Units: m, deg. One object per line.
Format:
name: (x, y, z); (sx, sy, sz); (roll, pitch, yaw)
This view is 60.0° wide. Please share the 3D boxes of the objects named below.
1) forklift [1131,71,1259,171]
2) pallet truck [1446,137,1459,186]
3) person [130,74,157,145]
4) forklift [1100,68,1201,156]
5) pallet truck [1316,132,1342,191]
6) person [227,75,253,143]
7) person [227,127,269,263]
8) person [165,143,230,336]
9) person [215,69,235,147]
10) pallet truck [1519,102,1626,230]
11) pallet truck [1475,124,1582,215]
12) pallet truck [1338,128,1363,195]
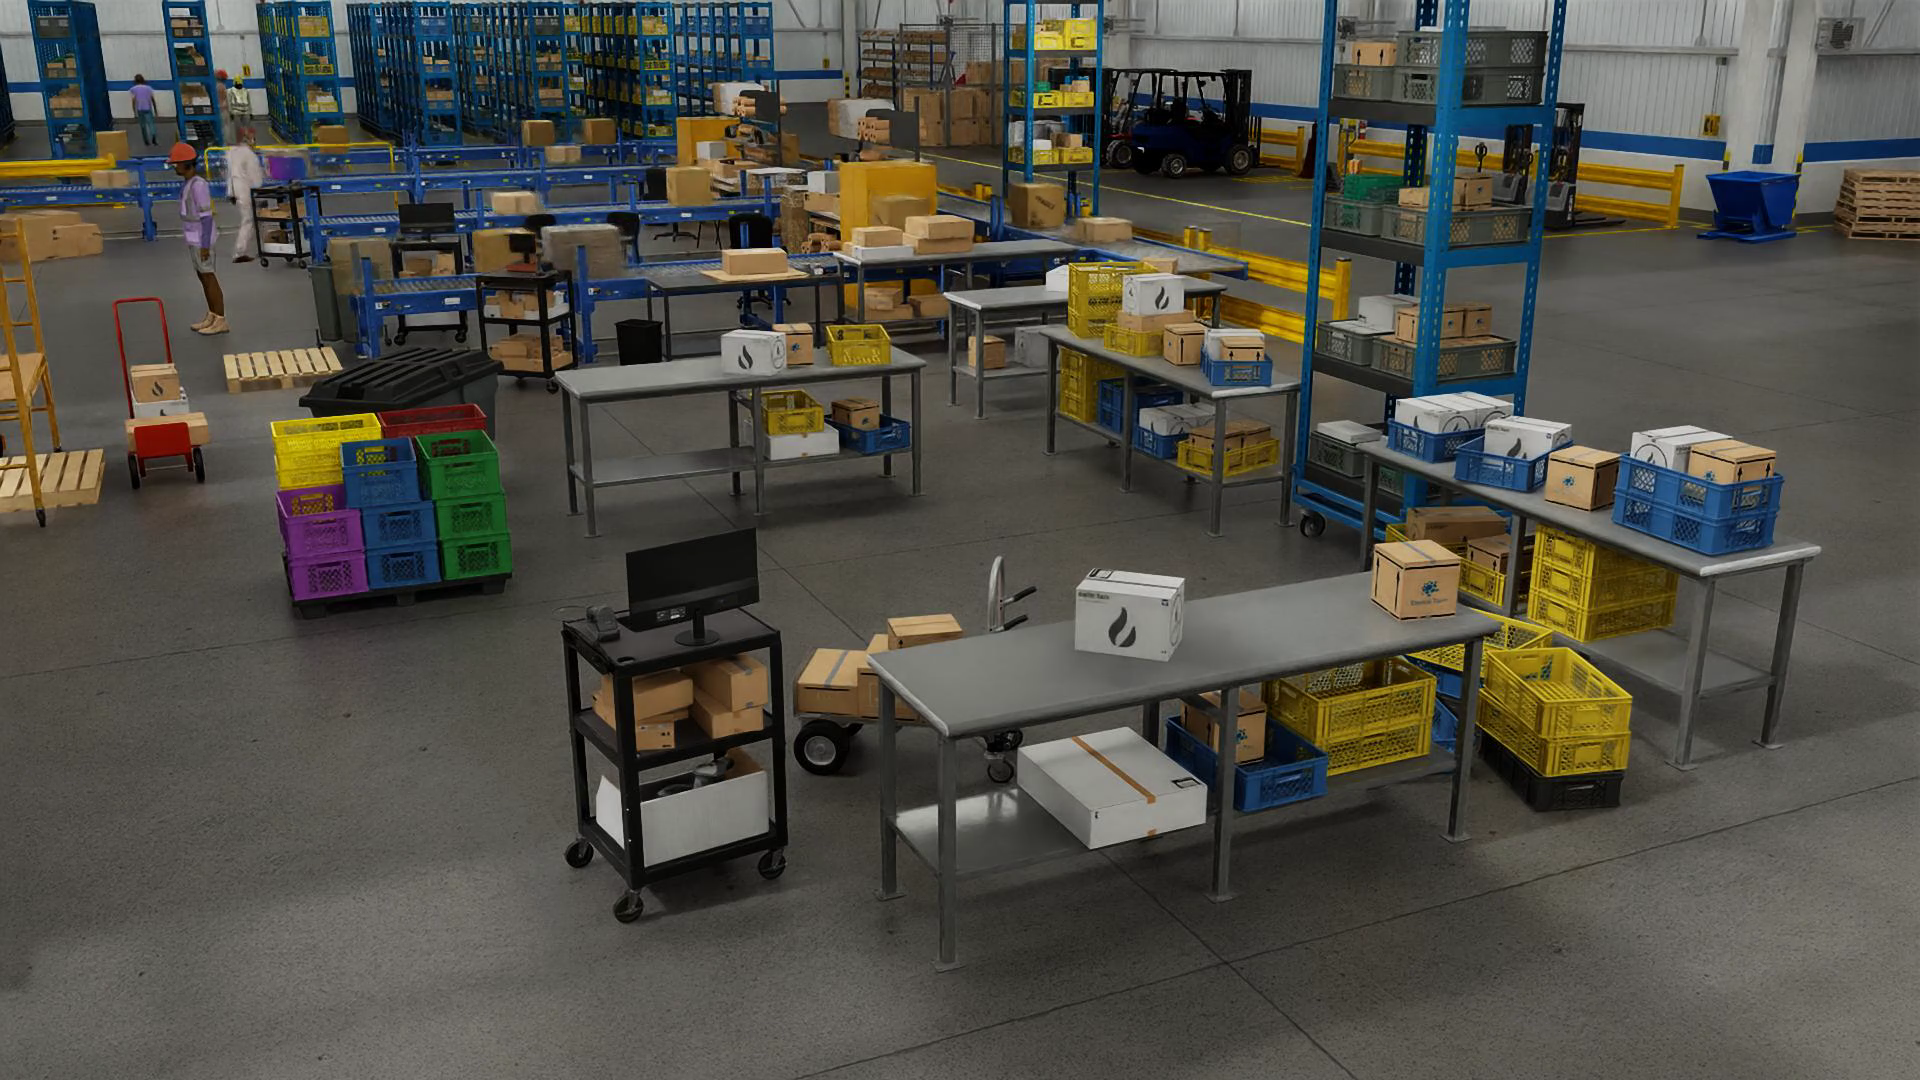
forklift: (4.998, -8.936, 35.413); (2.680, 1.987, 1.157); (-9, 20, -25)
pallet truck: (9.184, -6.485, 29.328); (1.630, 1.274, 0.653); (-8, 19, -23)
person: (-21.282, -11.227, 43.398); (0.580, 1.833, 0.604); (-10, 20, -30)
forklift: (4.082, -9.564, 37.410); (2.680, 1.987, 1.157); (-8, 19, -23)
pallet truck: (7.723, -7.504, 32.656); (1.601, 1.201, 0.680); (-8, 19, -23)
person: (-18.308, -10.897, 42.357); (0.404, 1.837, 0.589); (16, 24, 41)
person: (-9.837, -4.818, 23.201); (0.675, 1.840, 0.920); (16, 24, 42)
person: (-8.186, -3.216, 17.826); (0.392, 2.039, 0.614); (-12, 21, -33)
person: (-18.997, -11.095, 42.774); (0.612, 1.958, 0.517); (11, 21, 32)
pallet truck: (9.972, -6.037, 26.785); (1.885, 1.965, 0.823); (-9, 20, -25)
pallet truck: (9.707, -6.455, 28.103); (1.885, 1.965, 0.823); (-7, 19, -20)
pallet truck: (7.845, -7.140, 31.411); (1.522, 1.261, 0.704); (-9, 20, -25)
